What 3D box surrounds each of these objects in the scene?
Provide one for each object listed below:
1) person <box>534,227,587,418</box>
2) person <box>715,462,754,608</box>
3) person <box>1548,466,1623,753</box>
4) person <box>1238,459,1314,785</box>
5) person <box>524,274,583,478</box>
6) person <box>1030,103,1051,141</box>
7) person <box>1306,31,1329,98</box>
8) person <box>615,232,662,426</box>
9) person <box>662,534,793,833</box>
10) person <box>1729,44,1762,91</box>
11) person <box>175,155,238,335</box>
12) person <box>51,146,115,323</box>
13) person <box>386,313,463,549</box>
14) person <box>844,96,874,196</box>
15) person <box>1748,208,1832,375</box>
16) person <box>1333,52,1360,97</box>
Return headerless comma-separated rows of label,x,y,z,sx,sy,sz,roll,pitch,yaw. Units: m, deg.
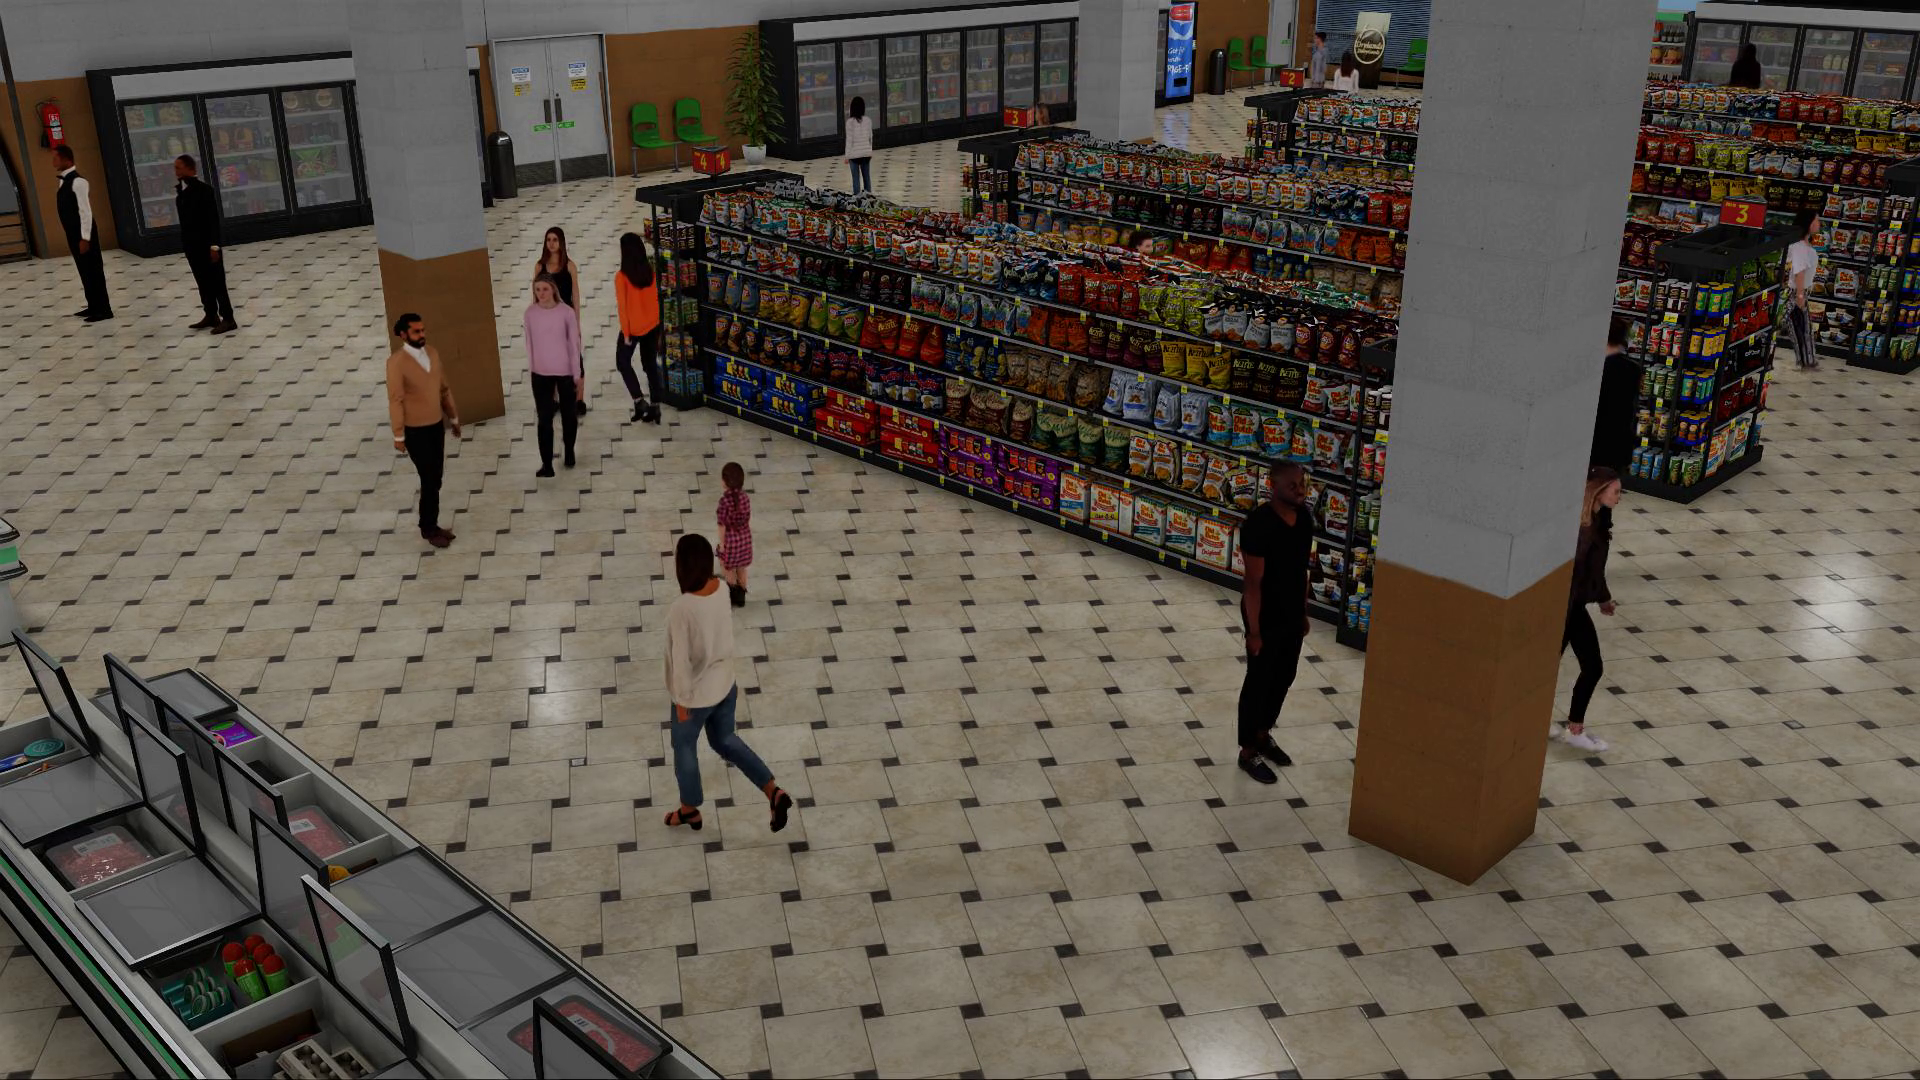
person,-3.634,-1.985,15.144,0.632,1.726,0.696,1,22,1
person,-1.500,-0.016,11.199,0.419,1.014,0.426,20,29,40
person,3.336,0.370,9.341,0.869,1.681,0.778,7,23,16
person,1.689,0.414,9.036,0.694,1.828,0.648,-17,27,-36
person,-3.315,-1.382,13.740,0.996,1.652,1.083,-2,22,-4
person,1.174,-4.938,22.372,0.876,1.816,0.924,-7,23,-17
person,6.983,-8.853,32.104,1.094,1.825,0.893,8,23,18
person,-2.786,-1.854,14.801,0.591,1.738,0.636,17,27,36
person,-1.211,0.774,8.367,1.049,1.658,0.796,12,25,27
person,14.326,-8.166,30.545,0.801,1.712,1.064,-17,27,-36
person,-8.157,-3.195,17.915,0.613,1.904,0.792,14,26,31
person,-9.717,-3.398,18.401,0.751,1.919,0.513,-19,29,-39
person,-4.007,-0.821,12.227,0.774,1.740,0.759,9,24,21
person,-1.482,-5.699,24.504,0.649,1.638,0.594,-15,26,-33
person,8.062,-2.419,16.350,1.233,1.631,0.909,11,24,26
person,6.944,-7.927,29.983,0.644,1.688,0.744,5,22,12
